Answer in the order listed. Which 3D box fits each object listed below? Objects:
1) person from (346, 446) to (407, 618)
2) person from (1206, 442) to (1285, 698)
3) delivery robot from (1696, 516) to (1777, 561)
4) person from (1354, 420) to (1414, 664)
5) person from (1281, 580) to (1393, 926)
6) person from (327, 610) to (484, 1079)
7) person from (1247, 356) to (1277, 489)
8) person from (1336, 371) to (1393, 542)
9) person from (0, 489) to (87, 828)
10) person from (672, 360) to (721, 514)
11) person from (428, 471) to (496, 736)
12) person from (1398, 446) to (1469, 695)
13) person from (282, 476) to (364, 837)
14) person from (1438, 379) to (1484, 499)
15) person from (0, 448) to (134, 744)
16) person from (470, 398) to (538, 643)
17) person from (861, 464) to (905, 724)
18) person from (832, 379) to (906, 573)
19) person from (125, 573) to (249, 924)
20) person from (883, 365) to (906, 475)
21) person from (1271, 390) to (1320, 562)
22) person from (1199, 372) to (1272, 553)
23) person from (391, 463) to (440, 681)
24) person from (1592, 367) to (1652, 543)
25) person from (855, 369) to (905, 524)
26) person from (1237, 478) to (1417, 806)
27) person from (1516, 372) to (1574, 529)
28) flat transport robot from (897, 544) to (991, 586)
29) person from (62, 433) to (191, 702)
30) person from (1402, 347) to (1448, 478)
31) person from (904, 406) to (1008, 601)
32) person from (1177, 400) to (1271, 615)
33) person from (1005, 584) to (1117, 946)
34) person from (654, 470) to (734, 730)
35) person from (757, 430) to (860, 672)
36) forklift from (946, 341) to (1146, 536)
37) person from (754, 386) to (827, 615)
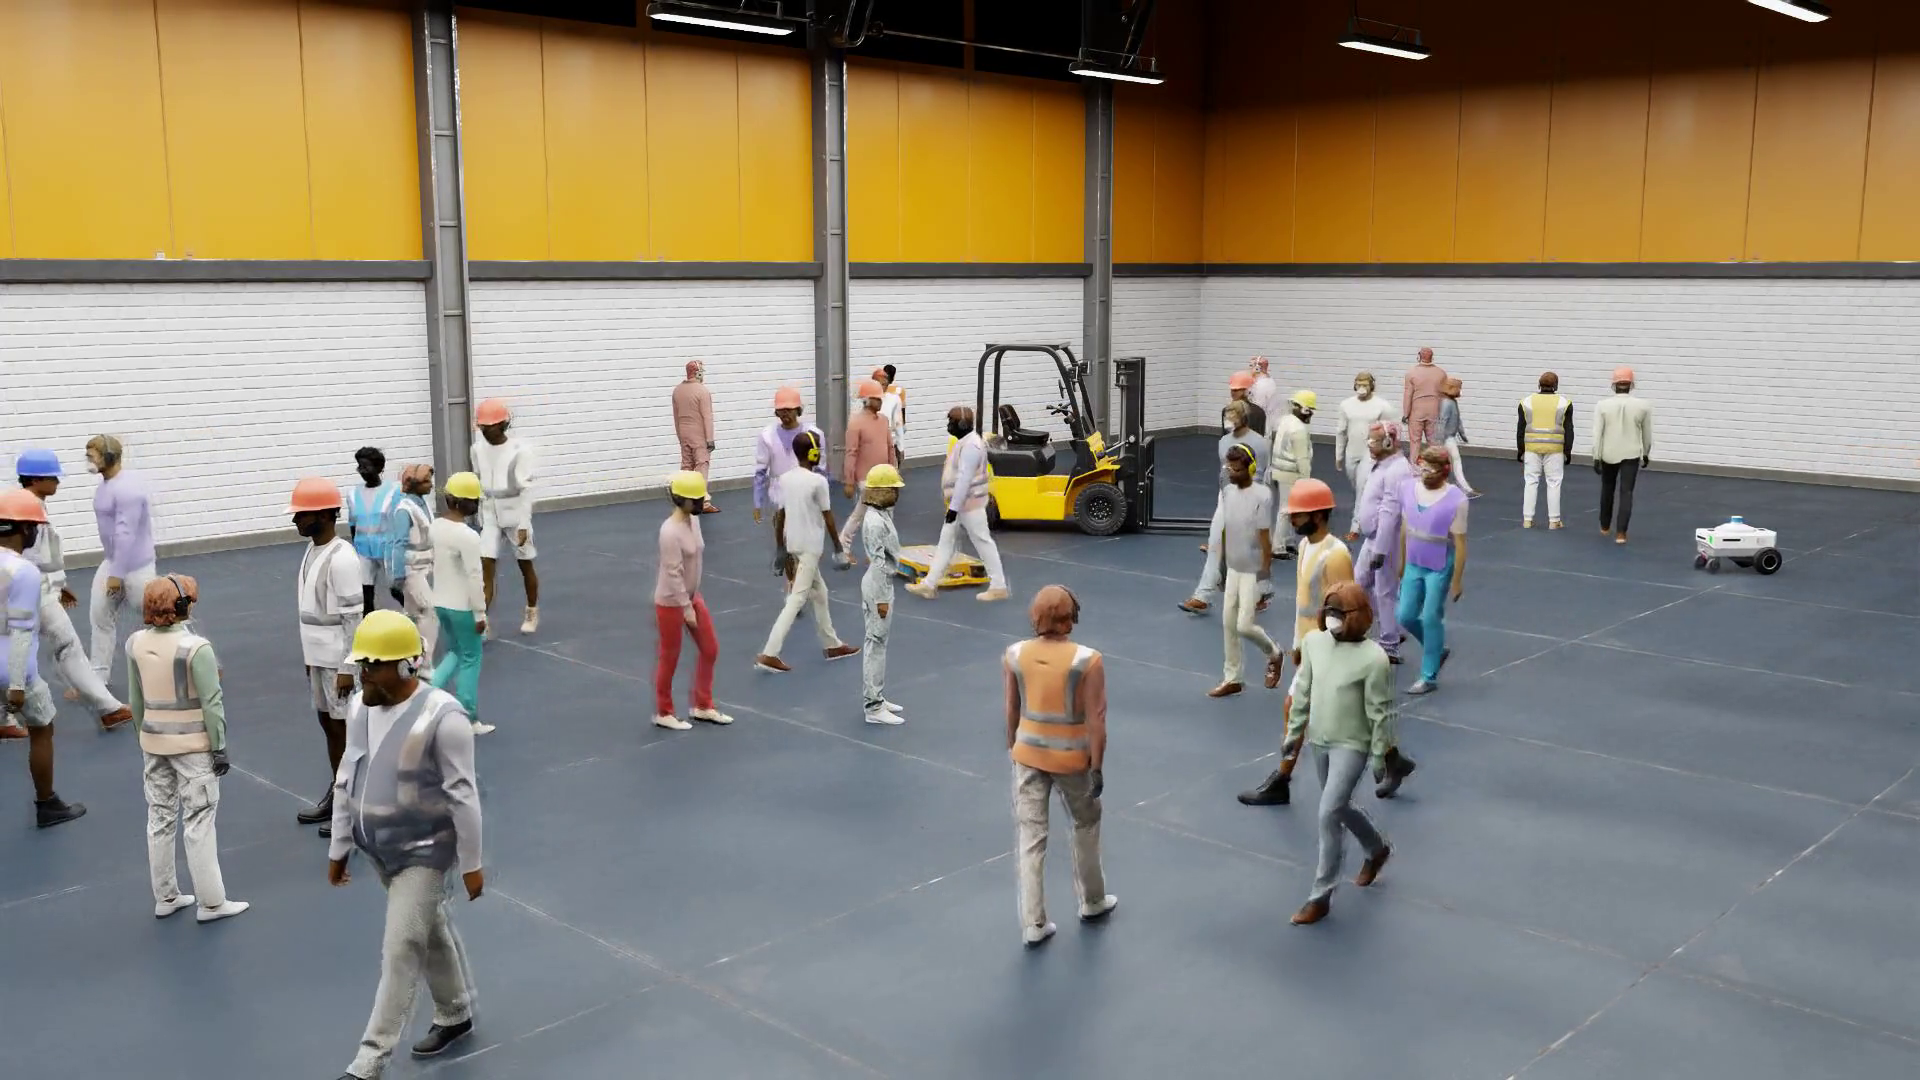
[{"bbox_3d":[-4.522,0.081,13.064,0.536,1.676,0.739,1,9,8],"label":"person"},{"bbox_3d":[2.045,0.219,11.689,0.559,1.844,0.617,-6,11,-32],"label":"person"},{"bbox_3d":[7.770,0.003,16.663,0.707,0.478,0.477,0,9,-2],"label":"delivery robot"},{"bbox_3d":[3.229,0.028,12.737,0.418,1.885,0.641,0,9,1],"label":"person"},{"bbox_3d":[1.842,0.960,7.877,0.786,1.602,0.503,-6,11,-33],"label":"person"},{"bbox_3d":[-2.128,1.152,6.118,0.619,1.789,0.897,6,11,34],"label":"person"},{"bbox_3d":[3.881,-1.444,21.683,0.405,1.911,0.636,4,10,24],"label":"person"},{"bbox_3d":[4.574,-0.960,18.768,0.649,1.905,0.942,7,12,37],"label":"person"},{"bbox_3d":[-5.135,0.690,8.745,0.558,1.882,0.904,4,10,24],"label":"person"},{"bbox_3d":[-3.268,-1.281,20.687,0.637,1.911,0.406,8,12,39],"label":"person"},{"bbox_3d":[-3.247,0.429,10.681,0.539,1.743,0.448,8,12,41],"label":"person"},{"bbox_3d":[3.366,0.217,11.840,0.587,1.806,0.621,-6,11,-34],"label":"person"},{"bbox_3d":[-3.401,0.620,8.938,0.357,1.936,0.551,-8,12,-40],"label":"person"},{"bbox_3d":[6.512,-1.327,21.941,0.844,1.588,0.509,4,10,24],"label":"person"},{"bbox_3d":[-5.823,0.351,10.723,0.997,1.893,0.606,-7,12,-36],"label":"person"},{"bbox_3d":[-3.730,-0.148,13.490,0.644,1.982,1.014,3,10,18],"label":"person"},{"bbox_3d":[-0.515,0.354,11.167,0.295,1.744,0.492,0,9,-2],"label":"person"},{"bbox_3d":[-0.912,-0.652,16.753,1.062,1.947,0.611,5,10,27],"label":"person"},{"bbox_3d":[-3.613,0.968,7.715,0.511,1.640,0.308,3,10,19],"label":"person"},{"bbox_3d":[-1.005,-1.633,23.519,0.529,1.690,0.321,3,10,20],"label":"person"},{"bbox_3d":[3.449,-0.644,17.128,0.515,1.791,0.610,-1,9,-3],"label":"person"},{"bbox_3d":[3.023,-0.827,17.812,1.044,1.948,0.622,-9,13,-43],"label":"person"},{"bbox_3d":[-3.952,0.244,12.218,0.540,1.618,0.544,0,9,-3],"label":"person"},{"bbox_3d":[7.398,-0.955,18.614,0.615,1.943,1.042,4,10,22],"label":"person"},{"bbox_3d":[-0.942,-1.070,19.507,0.629,1.862,0.571,-3,10,-15],"label":"person"},{"bbox_3d":[2.133,0.575,9.423,1.017,1.885,0.558,-1,9,-3],"label":"person"},{"bbox_3d":[6.834,-1.046,19.445,0.634,1.841,0.429,5,10,26],"label":"person"},{"bbox_3d":[-0.298,0.238,16.377,0.652,0.197,1.431,-4,10,-24],"label":"flat transport robot"},{"bbox_3d":[-5.871,0.174,11.836,0.631,1.900,0.970,9,13,42],"label":"person"},{"bbox_3d":[6.718,-1.843,24.135,0.651,1.906,0.403,-1,9,-7],"label":"person"},{"bbox_3d":[-0.001,-0.318,15.136,0.957,1.792,0.636,-2,9,-10],"label":"person"},{"bbox_3d":[2.336,-0.253,14.424,0.950,1.901,0.635,-6,11,-33],"label":"person"},{"bbox_3d":[0.469,0.995,7.612,0.535,1.605,0.736,5,10,28],"label":"person"},{"bbox_3d":[-1.755,0.406,10.840,0.621,1.736,0.547,3,10,17],"label":"person"},{"bbox_3d":[-1.179,0.079,12.643,0.998,1.827,0.507,-8,12,-39],"label":"person"},{"bbox_3d":[0.977,-1.223,19.452,2.313,2.155,1.214,2,9,11],"label":"forklift"},{"bbox_3d":[-1.518,-0.344,14.662,0.634,1.994,1.012,1,9,7],"label":"person"}]
